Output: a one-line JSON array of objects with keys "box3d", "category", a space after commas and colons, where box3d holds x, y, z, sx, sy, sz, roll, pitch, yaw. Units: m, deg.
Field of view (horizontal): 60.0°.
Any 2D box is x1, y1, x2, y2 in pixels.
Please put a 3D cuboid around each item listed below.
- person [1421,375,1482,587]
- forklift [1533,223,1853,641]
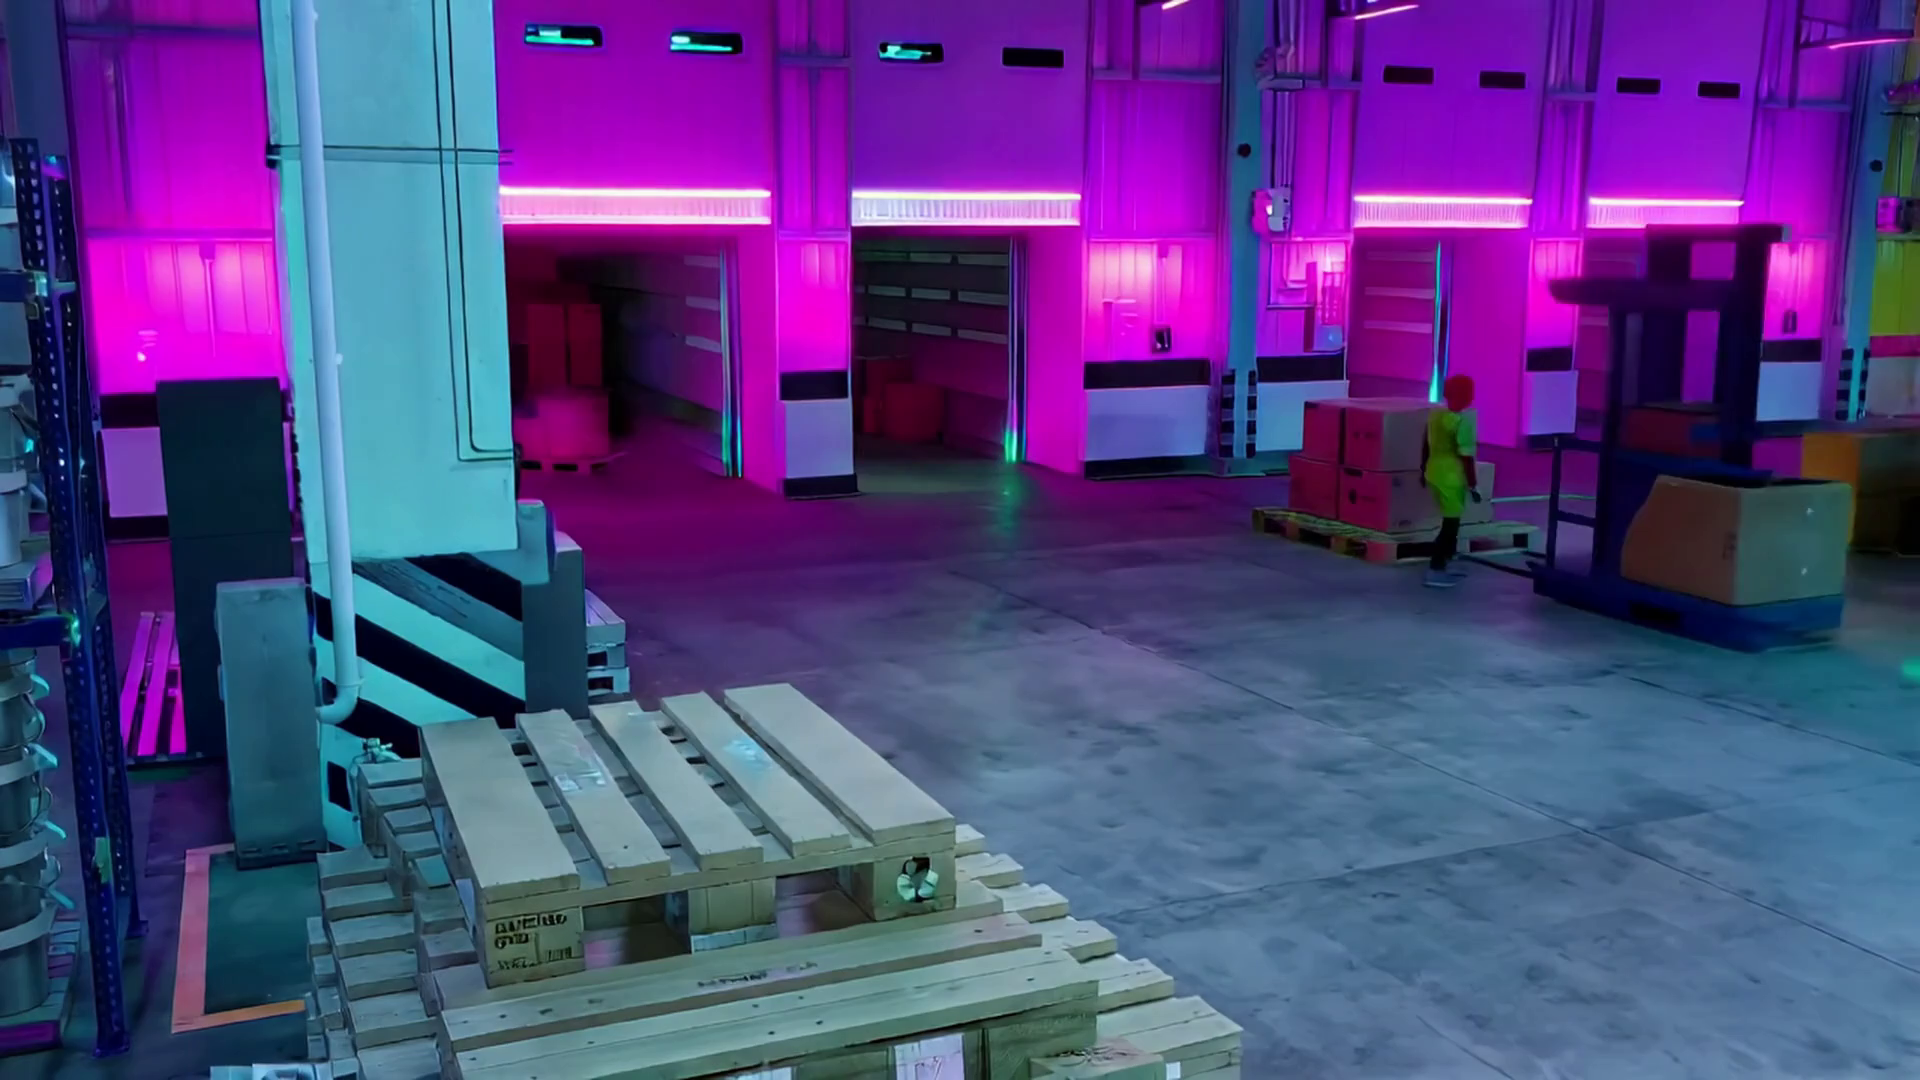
[{"box3d": [3.923, -0.462, 13.073, 0.617, 1.664, 0.573, -3, 11, -16], "category": "person"}, {"box3d": [5.253, -0.840, 11.814, 1.129, 2.768, 1.873, -4, 11, -23], "category": "forklift"}]
